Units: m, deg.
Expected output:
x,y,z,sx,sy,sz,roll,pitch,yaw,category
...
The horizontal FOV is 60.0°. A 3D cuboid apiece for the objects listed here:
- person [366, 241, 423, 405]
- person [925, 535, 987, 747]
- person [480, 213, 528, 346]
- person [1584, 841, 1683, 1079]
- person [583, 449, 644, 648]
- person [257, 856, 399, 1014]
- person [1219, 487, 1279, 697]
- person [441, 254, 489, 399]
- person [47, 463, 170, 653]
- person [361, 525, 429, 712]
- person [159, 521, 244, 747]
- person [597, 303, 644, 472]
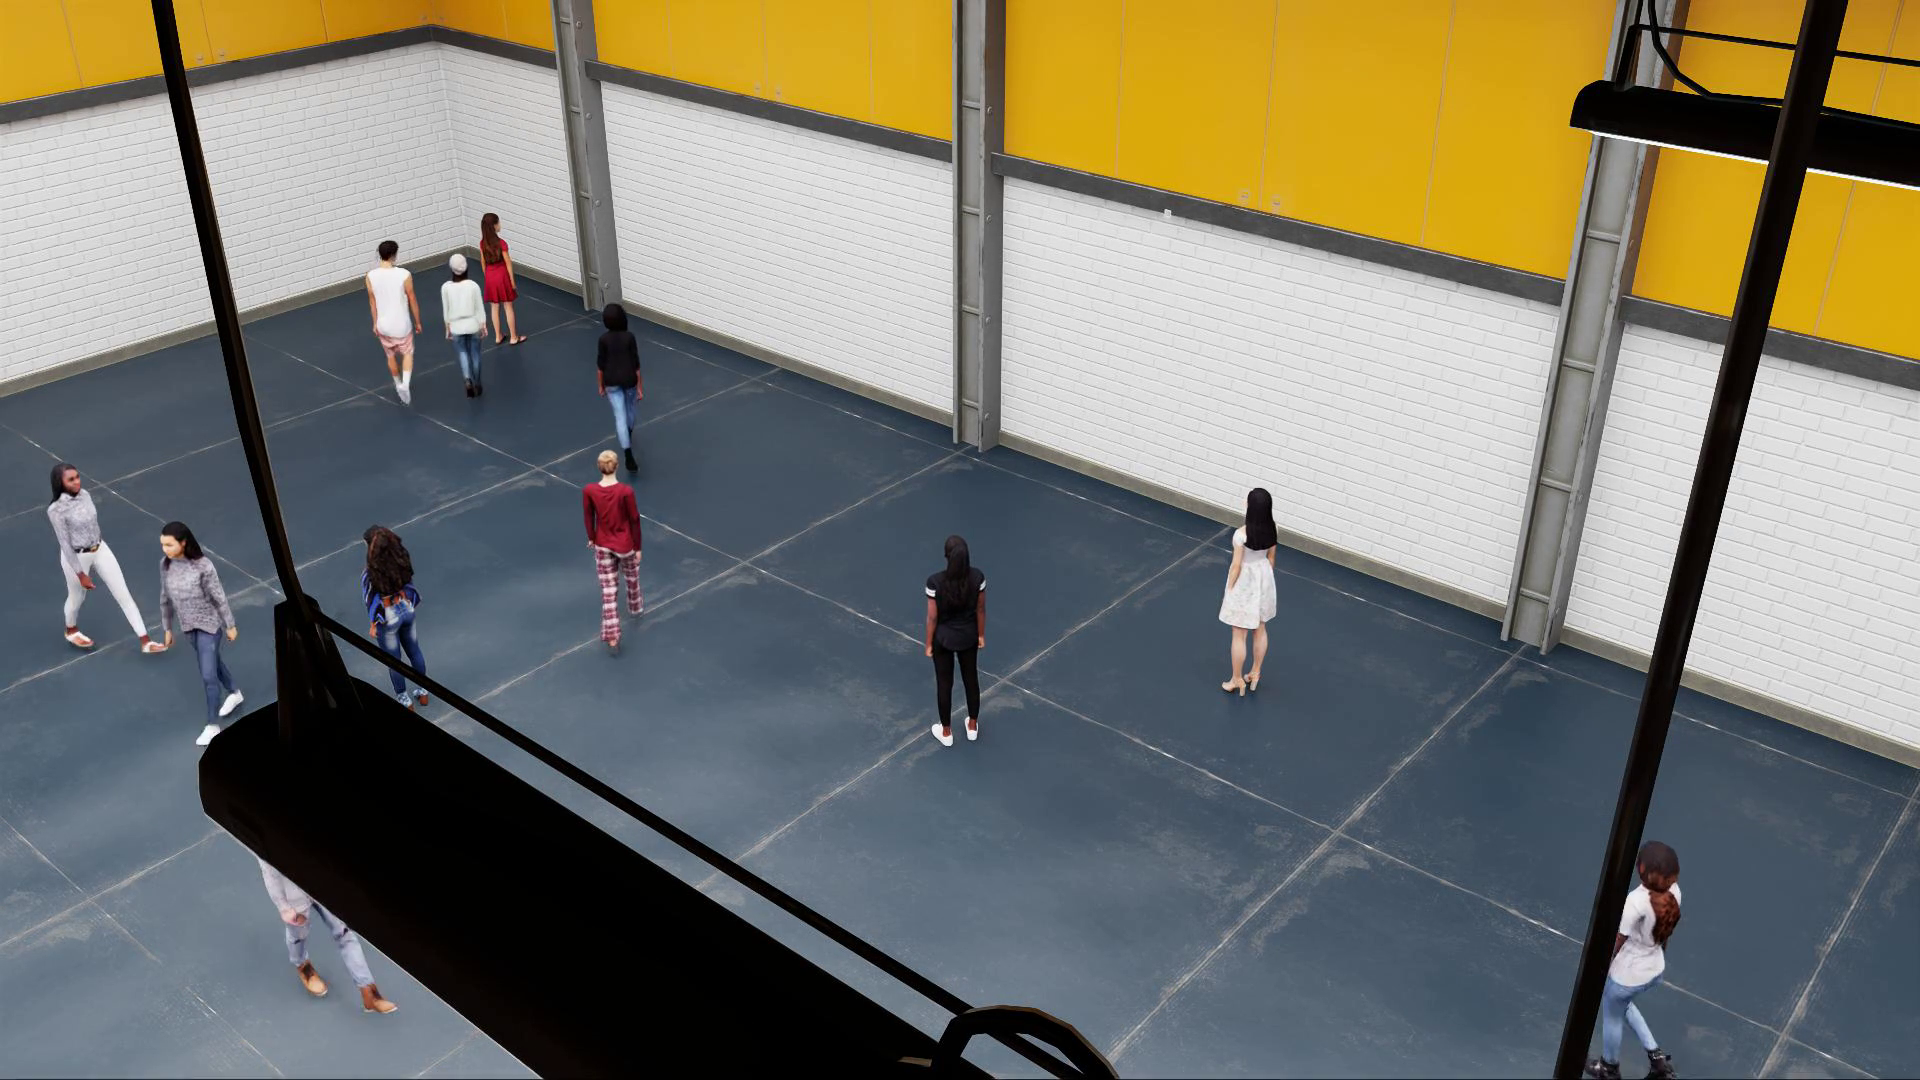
x,y,z,sx,sy,sz,roll,pitch,yaw,category
-6.048,-2.283,17.771,1.001,1.758,1.088,-6,29,-11,person
-0.035,0.730,12.279,0.711,1.729,0.730,-9,30,-16,person
-5.381,-3.042,19.378,0.653,1.552,0.717,7,29,13,person
3.786,2.427,9.188,0.682,1.709,0.810,-18,33,-30,person
-2.828,0.086,13.536,1.086,1.654,1.101,0,29,0,person
-3.940,2.012,9.856,1.103,1.799,0.706,21,35,33,person
2.243,0.396,12.842,0.747,1.775,0.764,-14,32,-24,person
-5.298,-2.249,17.837,0.830,1.636,0.902,-6,29,-10,person
-7.071,0.187,13.330,1.267,1.675,0.848,11,31,20,person
-4.302,0.594,12.647,0.562,1.615,0.616,19,34,30,person
-5.666,0.600,12.544,1.012,1.702,0.962,6,29,11,person
-3.320,-1.466,16.387,1.013,1.649,1.249,-9,30,-16,person
